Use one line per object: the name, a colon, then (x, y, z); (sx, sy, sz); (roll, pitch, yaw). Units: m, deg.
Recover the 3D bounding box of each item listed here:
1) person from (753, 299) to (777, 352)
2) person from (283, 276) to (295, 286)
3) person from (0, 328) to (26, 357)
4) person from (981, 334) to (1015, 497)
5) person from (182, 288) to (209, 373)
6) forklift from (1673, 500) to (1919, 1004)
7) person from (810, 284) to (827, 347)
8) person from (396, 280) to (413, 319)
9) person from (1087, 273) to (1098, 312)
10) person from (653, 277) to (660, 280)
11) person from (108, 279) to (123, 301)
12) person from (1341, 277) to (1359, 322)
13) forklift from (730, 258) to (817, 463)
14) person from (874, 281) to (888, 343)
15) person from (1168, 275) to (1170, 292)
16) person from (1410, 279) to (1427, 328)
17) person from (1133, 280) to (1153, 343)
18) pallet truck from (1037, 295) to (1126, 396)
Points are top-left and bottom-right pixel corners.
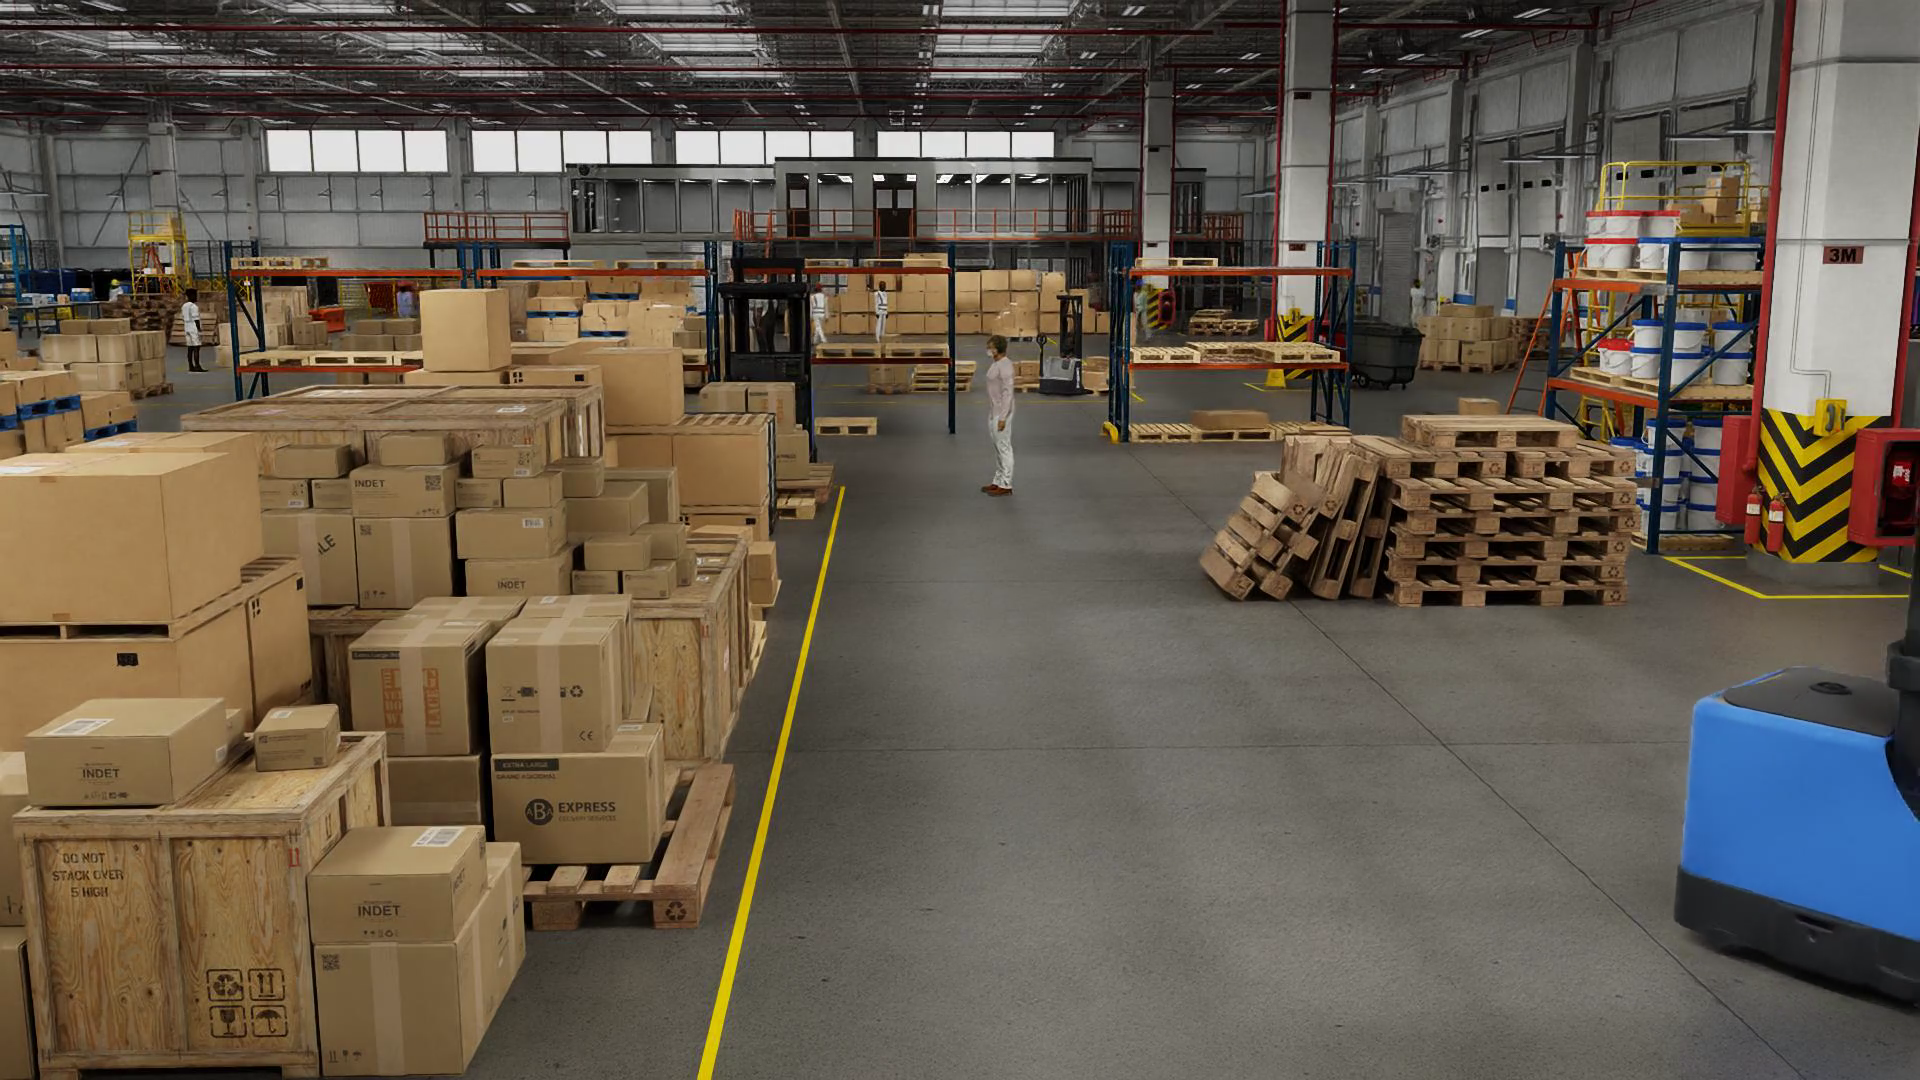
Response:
person: (-4.844, -5.326, 40.993); (0.536, 2.000, 0.688); (7, 12, 34)
person: (-28.012, -10.293, 69.489); (0.486, 1.744, 0.311); (-9, 14, -41)
person: (-12.894, -1.942, 22.623); (0.313, 1.866, 0.538); (7, 13, 35)
person: (0.471, -1.490, 19.902); (0.372, 1.940, 0.627); (-2, 10, -10)
person: (-17.702, -4.827, 38.419); (0.607, 1.966, 0.367); (8, 13, 37)
forklift: (4.089, 0.413, 6.681); (1.129, 2.768, 1.873); (-9, 13, -40)
person: (-4.037, -6.408, 47.571); (0.584, 1.847, 0.942); (-9, 14, -41)
person: (-16.296, -6.645, 48.668); (0.580, 1.920, 0.526); (4, 11, 20)
person: (4.526, -8.196, 57.274); (1.022, 1.947, 0.620); (0, 10, -2)
person: (-9.911, -7.668, 54.495); (0.557, 1.882, 0.979); (-7, 12, -34)
person: (-28.240, -7.829, 55.645); (0.605, 1.791, 0.504); (2, 10, 11)
person: (14.439, -8.894, 61.534); (0.646, 1.795, 0.941); (1, 10, 8)
forklift: (-2.446, -2.236, 21.439); (1.129, 2.768, 1.873); (0, 10, -2)
person: (-2.308, -6.684, 49.000); (0.355, 1.882, 0.576); (5, 11, 27)
person: (7.663, -9.063, 62.429); (0.775, 1.819, 0.524); (-4, 11, -20)
person: (14.964, -7.596, 54.274); (0.555, 1.807, 0.987); (4, 11, 20)
person: (5.372, -6.790, 49.562); (0.984, 1.902, 0.602); (-7, 12, -33)
pallet truck: (2.483, -3.881, 33.060); (1.885, 1.965, 0.823); (-7, 13, -36)
